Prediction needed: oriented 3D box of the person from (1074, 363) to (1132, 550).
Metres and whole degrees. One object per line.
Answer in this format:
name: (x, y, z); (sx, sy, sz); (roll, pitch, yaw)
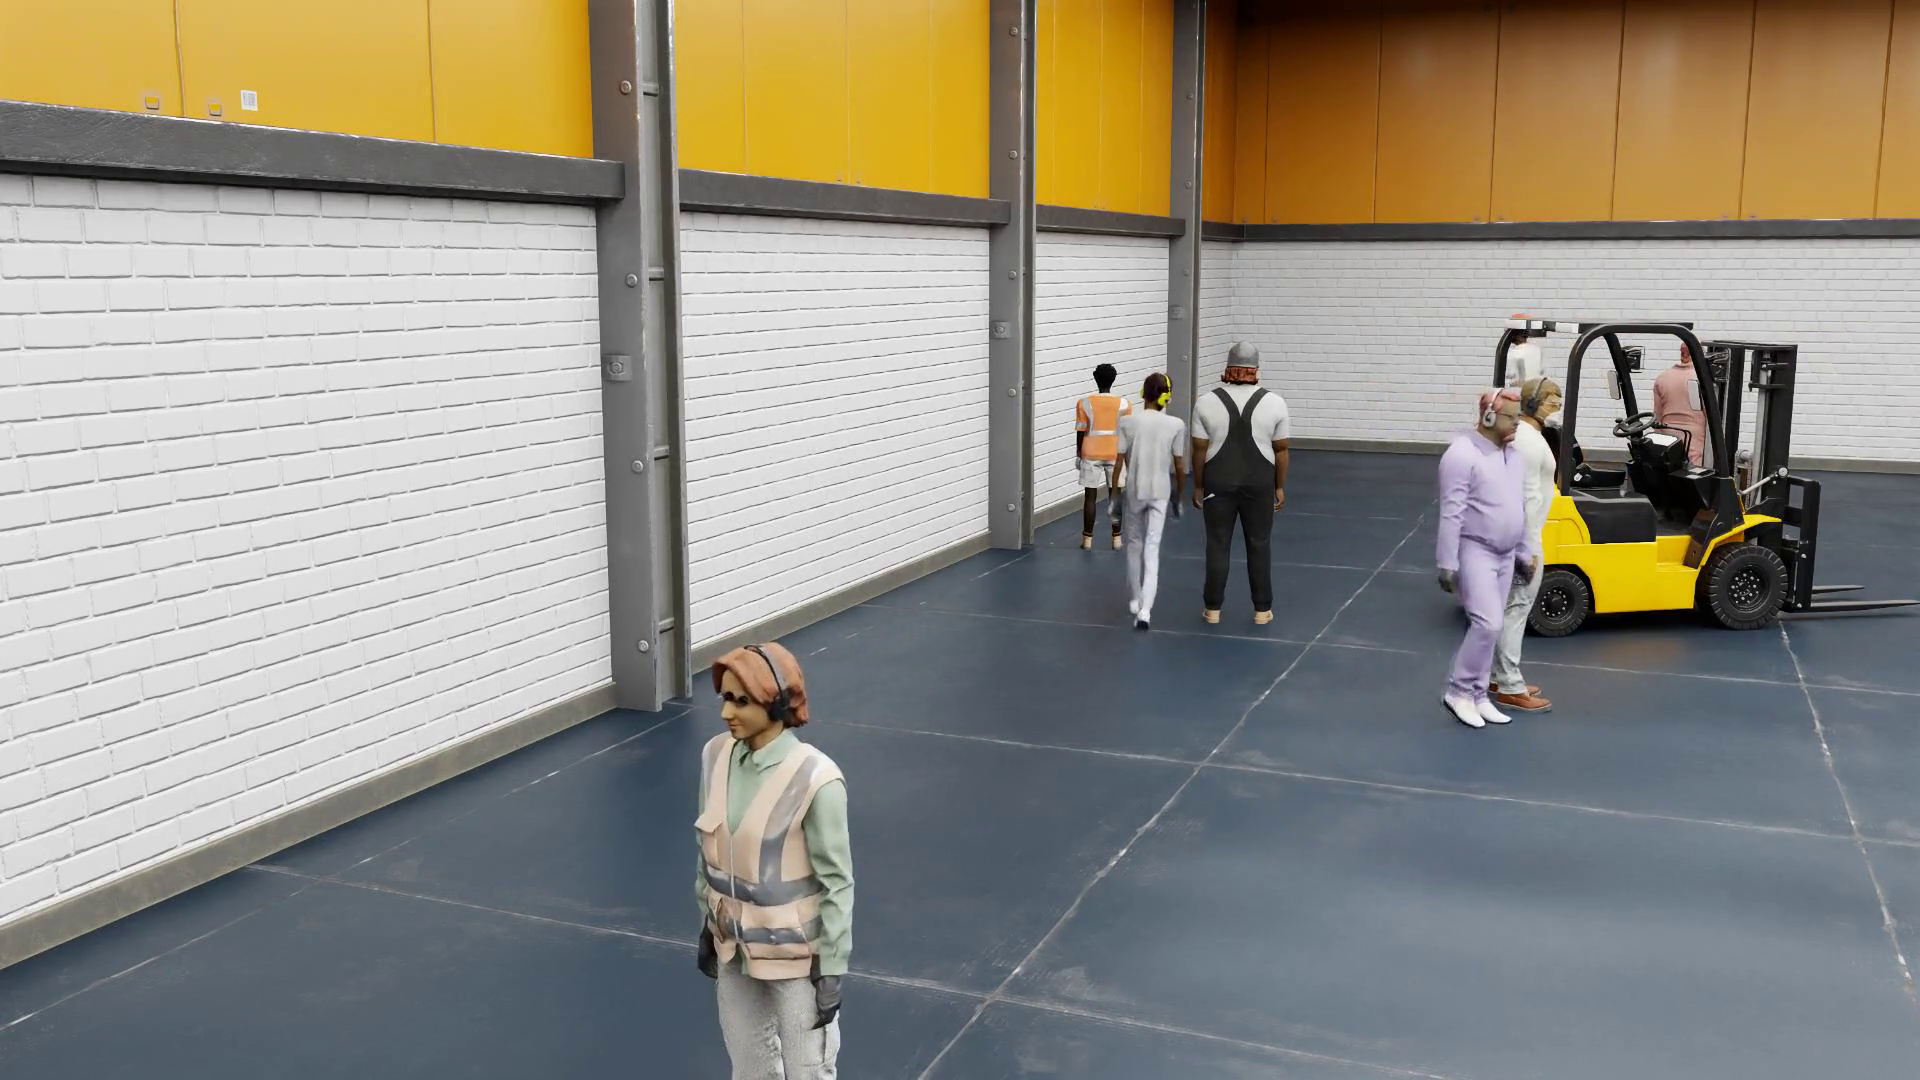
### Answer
person: (1.296, -0.748, 15.037); (0.534, 1.691, 0.318); (-1, 9, -4)

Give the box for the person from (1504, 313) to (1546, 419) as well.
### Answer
person: (6.232, -1.510, 18.597); (0.619, 2.031, 0.416); (-6, 11, -32)

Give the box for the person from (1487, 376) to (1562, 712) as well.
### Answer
person: (3.276, 0.015, 9.676); (0.378, 1.934, 0.629); (2, 10, 13)

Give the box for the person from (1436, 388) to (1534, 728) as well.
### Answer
person: (2.957, 0.102, 9.248); (0.682, 1.892, 0.456); (-8, 12, -40)

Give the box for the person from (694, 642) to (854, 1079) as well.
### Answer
person: (-0.481, 1.060, 4.240); (0.523, 1.636, 0.310); (8, 12, 40)

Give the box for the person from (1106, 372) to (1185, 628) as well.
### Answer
person: (1.335, -0.293, 11.953); (0.562, 1.818, 0.968); (1, 9, 8)

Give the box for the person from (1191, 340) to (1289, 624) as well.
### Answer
person: (2.005, -0.417, 11.968); (0.689, 2.000, 0.537); (1, 9, 8)

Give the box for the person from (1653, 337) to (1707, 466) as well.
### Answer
person: (6.726, -0.911, 15.370); (0.408, 1.909, 0.642); (-6, 11, -33)

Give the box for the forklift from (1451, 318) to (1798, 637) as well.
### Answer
forklift: (4.706, -0.497, 11.990); (2.313, 2.155, 1.214); (-2, 10, -10)
